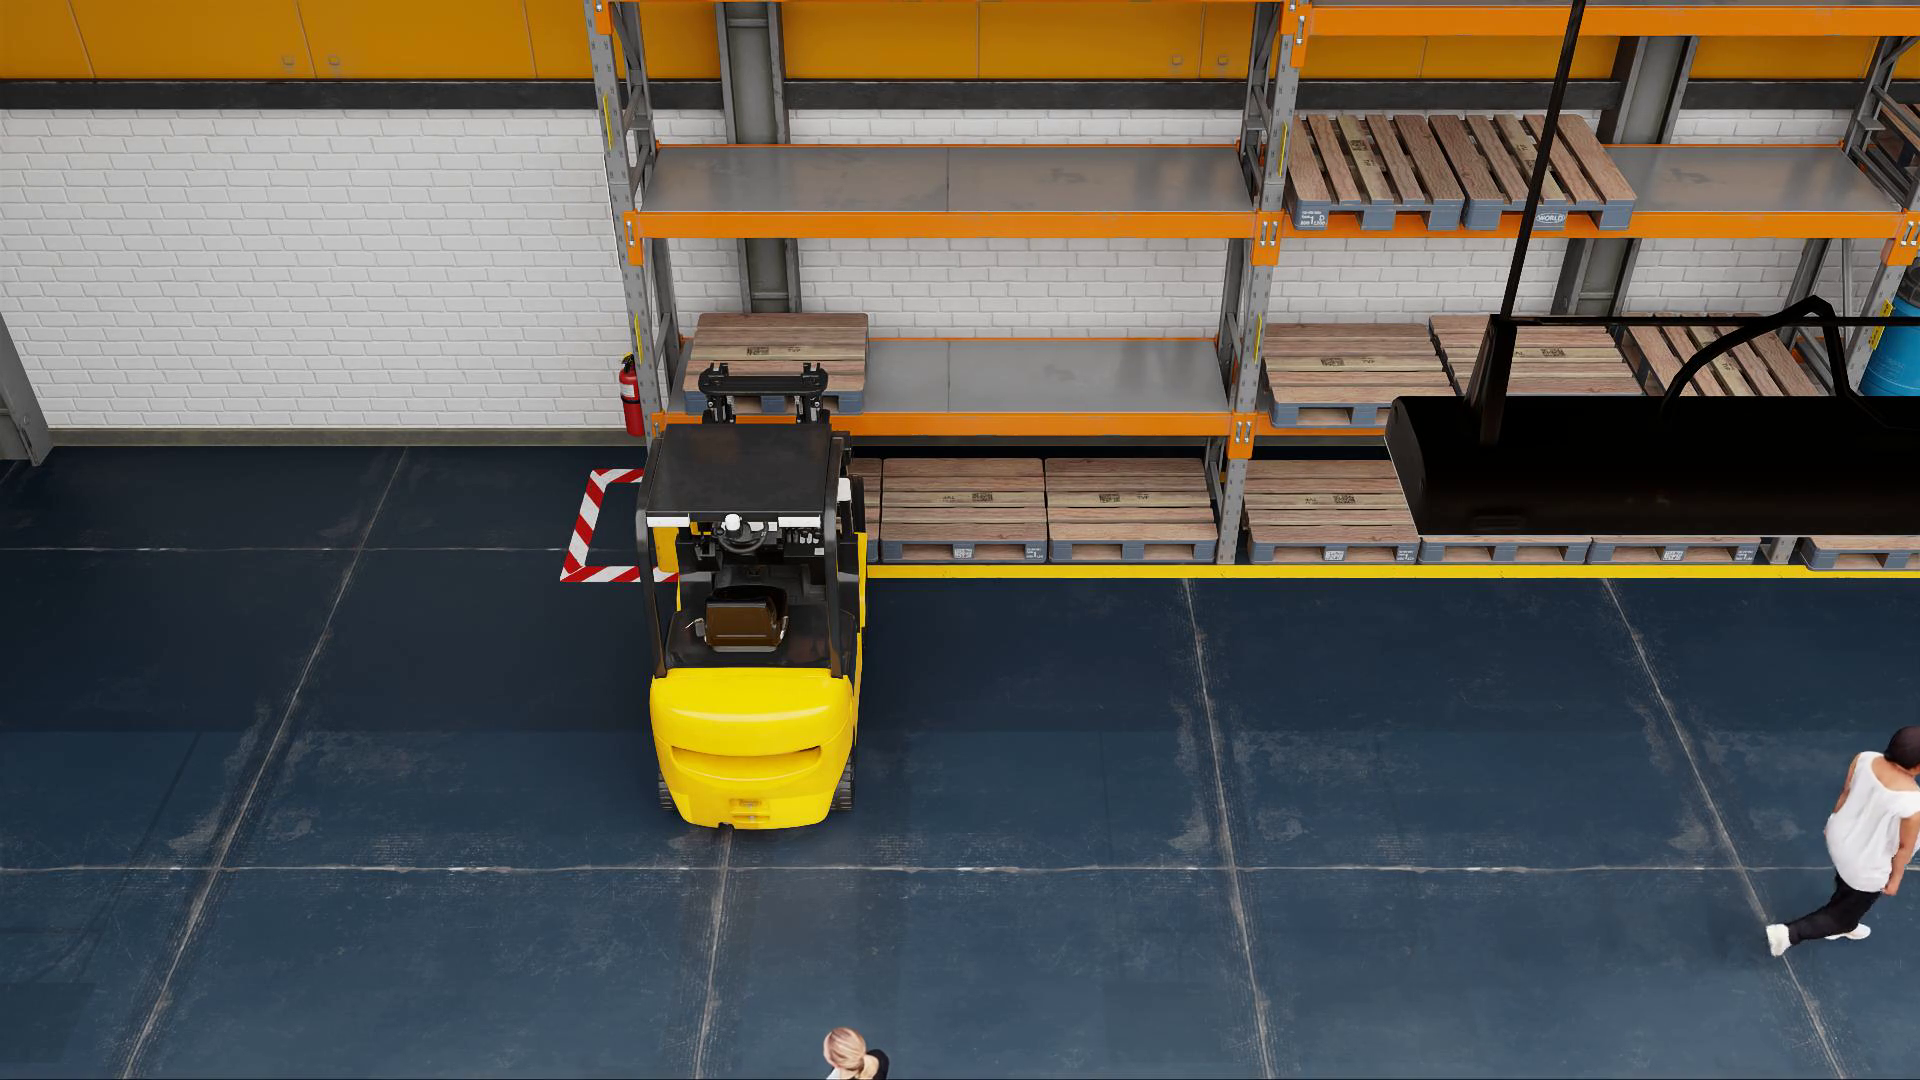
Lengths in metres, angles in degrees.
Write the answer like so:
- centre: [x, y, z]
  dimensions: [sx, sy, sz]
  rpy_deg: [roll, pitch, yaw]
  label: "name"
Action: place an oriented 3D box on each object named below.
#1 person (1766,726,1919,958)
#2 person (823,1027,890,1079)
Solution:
- centre: [4.776, 1.650, 8.835]
  dimensions: [0.976, 1.668, 0.689]
  rpy_deg: [-3, 39, -4]
  label: "person"
- centre: [-0.456, 2.748, 7.431]
  dimensions: [0.693, 1.704, 0.679]
  rpy_deg: [21, 43, 24]
  label: "person"
